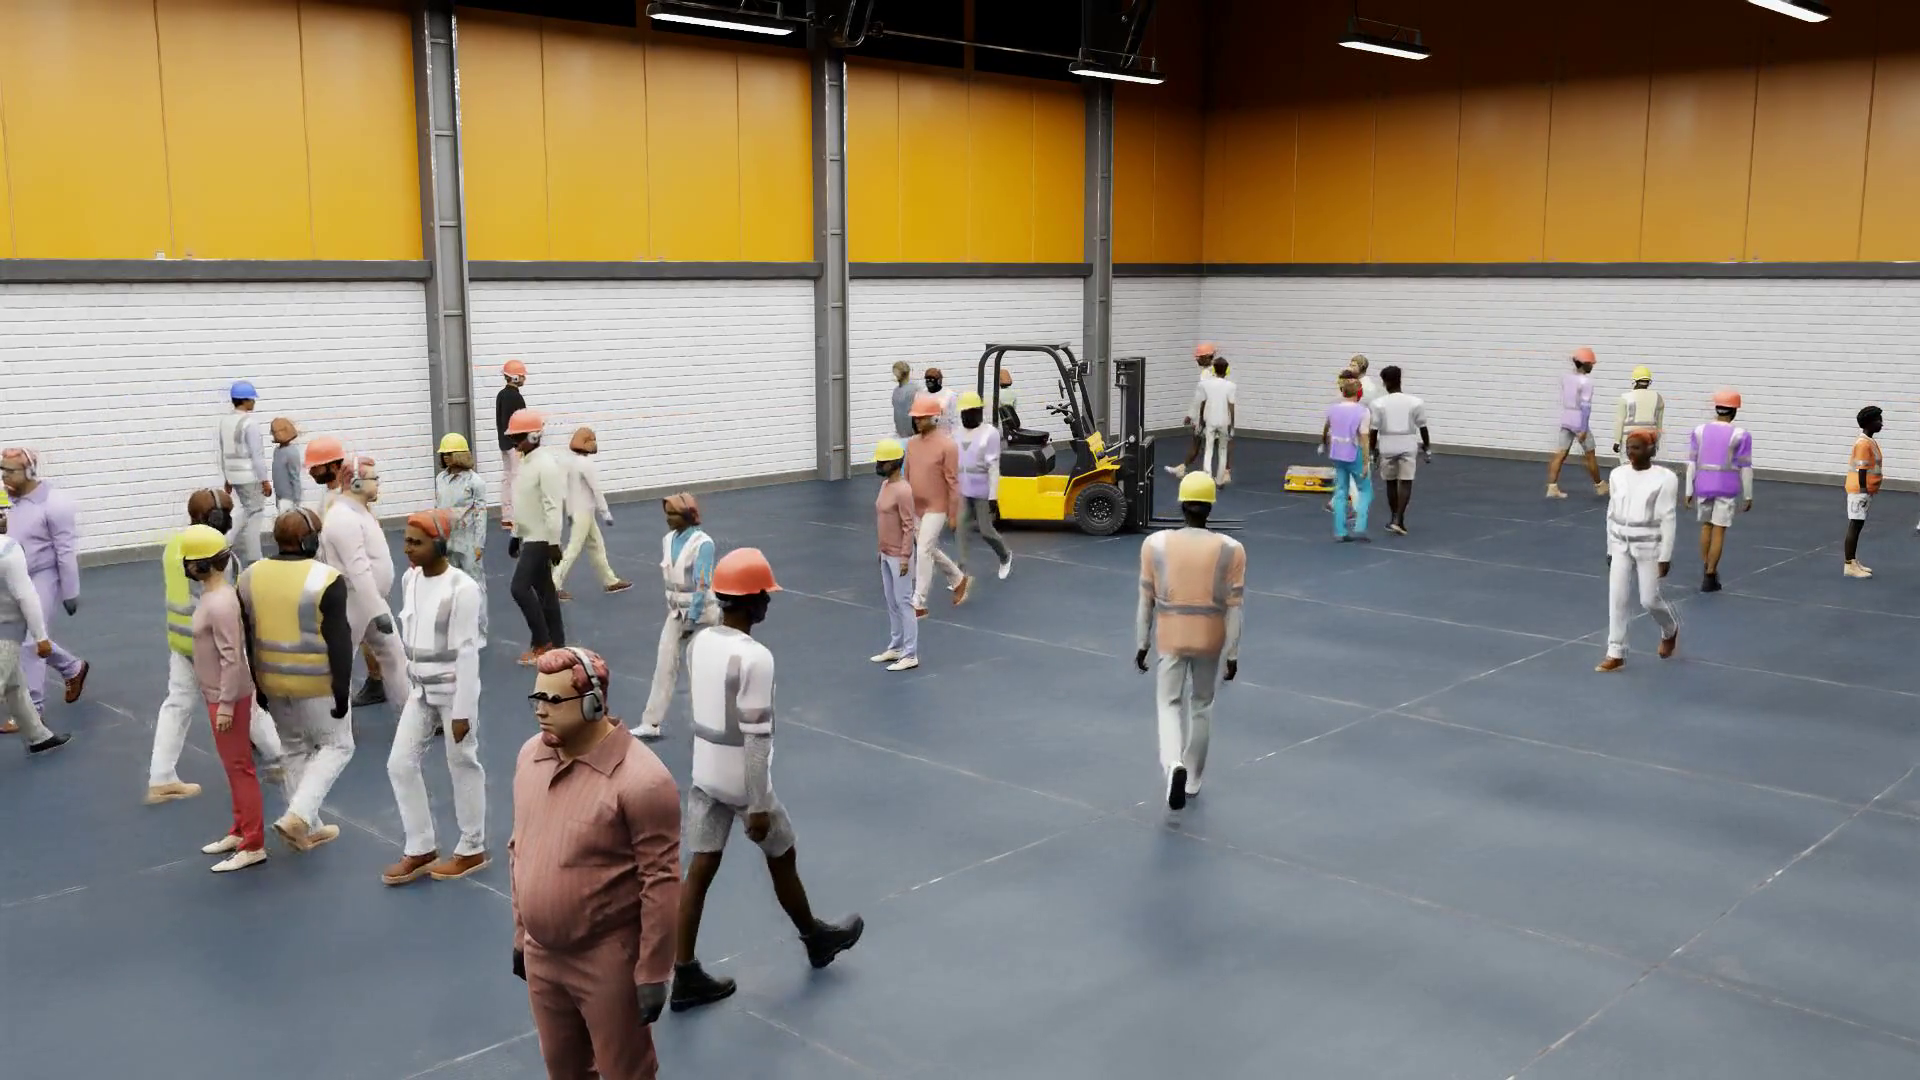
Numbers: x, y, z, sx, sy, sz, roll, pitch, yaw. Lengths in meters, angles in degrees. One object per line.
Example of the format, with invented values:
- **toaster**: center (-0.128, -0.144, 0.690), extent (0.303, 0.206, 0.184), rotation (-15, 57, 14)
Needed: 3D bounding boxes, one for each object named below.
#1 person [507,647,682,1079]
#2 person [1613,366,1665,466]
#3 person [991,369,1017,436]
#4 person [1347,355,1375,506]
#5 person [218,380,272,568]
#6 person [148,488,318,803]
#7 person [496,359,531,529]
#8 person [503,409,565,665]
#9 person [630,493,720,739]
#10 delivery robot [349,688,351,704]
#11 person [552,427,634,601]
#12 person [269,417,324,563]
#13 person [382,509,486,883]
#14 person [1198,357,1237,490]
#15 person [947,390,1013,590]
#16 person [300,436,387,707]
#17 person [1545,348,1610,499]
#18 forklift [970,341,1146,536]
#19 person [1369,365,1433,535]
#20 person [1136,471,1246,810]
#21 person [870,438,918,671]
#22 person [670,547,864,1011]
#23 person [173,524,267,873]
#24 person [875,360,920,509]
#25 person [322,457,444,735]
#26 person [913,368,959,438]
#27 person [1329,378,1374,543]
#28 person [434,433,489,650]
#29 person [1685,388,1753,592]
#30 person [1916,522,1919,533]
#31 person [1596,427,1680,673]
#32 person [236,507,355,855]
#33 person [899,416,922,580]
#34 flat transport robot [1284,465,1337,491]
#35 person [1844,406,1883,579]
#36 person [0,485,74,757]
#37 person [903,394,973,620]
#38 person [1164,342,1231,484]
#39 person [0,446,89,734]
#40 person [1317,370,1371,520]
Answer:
- **person**: center (-1.158, 1.261, 5.107), extent (0.651, 1.906, 0.404), rotation (6, 11, 33)
- **person**: center (8.493, -1.264, 20.852), extent (0.596, 1.827, 0.403), rotation (-1, 9, -4)
- **person**: center (0.605, -1.568, 23.282), extent (0.285, 1.633, 0.500), rotation (8, 12, 39)
- **person**: center (5.103, -1.408, 21.372), extent (0.372, 1.940, 0.631), rotation (-1, 9, -8)
- **person**: center (-7.145, -0.628, 16.603), extent (0.614, 1.932, 0.483), rotation (8, 12, 41)
- **person**: center (-4.303, 0.588, 9.628), extent (0.636, 1.782, 0.977), rotation (7, 12, 37)
- **person**: center (-5.147, -1.094, 19.274), extent (0.396, 1.992, 0.623), rotation (-7, 12, -37)
- **person**: center (-3.301, -0.018, 12.737), extent (0.590, 1.969, 0.635), rotation (-5, 10, -28)
- **person**: center (-1.798, 0.508, 10.662), extent (0.514, 1.600, 0.808), rotation (8, 12, 40)
- **delivery robot**: center (-4.215, 0.991, 10.607), extent (0.477, 0.478, 0.707), rotation (2, 10, 13)
- **person**: center (-3.452, -0.243, 15.314), extent (0.871, 1.589, 0.501), rotation (-5, 10, -28)
- **person**: center (-6.493, -0.401, 16.195), extent (0.686, 1.609, 0.508), rotation (-8, 12, -39)
- **person**: center (-2.616, 0.787, 8.119), extent (0.606, 1.865, 0.645), rotation (7, 12, 36)
- **person**: center (3.476, -1.554, 22.587), extent (0.527, 1.839, 0.727), rotation (3, 10, 17)
- **person**: center (0.190, -0.491, 15.911), extent (0.588, 1.901, 0.790), rotation (7, 12, 36)
- **person**: center (-4.304, 0.247, 11.351), extent (0.776, 1.898, 0.560), rotation (-8, 12, -39)
- **person**: center (8.210, -1.523, 21.913), extent (1.030, 1.991, 0.614), rotation (-3, 10, -19)
- **forklift**: center (0.977, -1.223, 19.452), extent (2.313, 2.155, 1.214), rotation (2, 9, 11)
- **person**: center (5.025, -1.021, 18.997), extent (0.709, 1.936, 0.598), rotation (2, 9, 12)
- **person**: center (1.292, 0.567, 9.353), extent (0.602, 1.908, 0.726), rotation (1, 9, 8)
- **person**: center (-0.514, 0.108, 12.608), extent (0.329, 1.765, 0.533), rotation (-4, 10, -22)
- **person**: center (-0.850, 0.965, 6.959), extent (0.957, 1.888, 0.569), rotation (-9, 13, -43)
- **person**: center (-3.745, 0.793, 8.413), extent (0.328, 1.765, 0.527), rotation (-5, 10, -27)
- **person**: center (-0.592, -1.332, 21.029), extent (0.944, 1.909, 0.629), rotation (-5, 11, -29)
- **person**: center (-3.789, 0.398, 10.553), extent (0.998, 1.858, 0.637), rotation (-1, 9, -7)
- **person**: center (-0.308, -1.202, 20.456), extent (0.620, 1.835, 0.432), rotation (4, 10, 26)
- **person**: center (4.347, -0.875, 18.434), extent (0.526, 1.823, 0.574), rotation (-7, 12, -38)
- **person**: center (-3.987, 0.017, 13.231), extent (0.483, 1.745, 0.299), rotation (4, 10, 23)
- **person**: center (7.242, -0.482, 15.773), extent (0.791, 1.906, 0.564), rotation (-9, 13, -44)
- **person**: center (11.276, -0.808, 18.748), extent (0.883, 1.594, 0.528), rotation (-1, 9, -6)
- **person**: center (5.177, 0.065, 12.579), extent (0.753, 1.867, 0.578), rotation (-6, 11, -35)
- **person**: center (-3.404, 0.746, 8.531), extent (0.623, 1.828, 0.545), rotation (2, 10, 15)
- **person**: center (-0.377, -0.438, 16.229), extent (0.539, 1.665, 0.561), rotation (8, 12, 39)
- **flat transport robot**: center (4.880, -0.861, 23.113), extent (0.652, 0.197, 1.431), rotation (2, 10, 14)
- **person**: center (8.908, -0.477, 16.401), extent (0.318, 1.697, 0.535), rotation (5, 11, 30)
- **person**: center (-5.788, 0.526, 9.989), extent (0.611, 1.786, 0.922), rotation (4, 10, 21)
- **person**: center (-0.225, -0.304, 14.535), extent (0.907, 1.965, 0.631), rotation (-8, 12, -41)
- **person**: center (3.376, -1.787, 23.521), extent (1.046, 1.985, 0.621), rotation (3, 10, 16)
- **person**: center (-6.193, 0.291, 11.151), extent (0.653, 1.881, 0.836), rotation (3, 10, 16)
- **person**: center (4.706, -1.164, 20.292), extent (0.540, 1.813, 0.972), rotation (-4, 10, -23)
